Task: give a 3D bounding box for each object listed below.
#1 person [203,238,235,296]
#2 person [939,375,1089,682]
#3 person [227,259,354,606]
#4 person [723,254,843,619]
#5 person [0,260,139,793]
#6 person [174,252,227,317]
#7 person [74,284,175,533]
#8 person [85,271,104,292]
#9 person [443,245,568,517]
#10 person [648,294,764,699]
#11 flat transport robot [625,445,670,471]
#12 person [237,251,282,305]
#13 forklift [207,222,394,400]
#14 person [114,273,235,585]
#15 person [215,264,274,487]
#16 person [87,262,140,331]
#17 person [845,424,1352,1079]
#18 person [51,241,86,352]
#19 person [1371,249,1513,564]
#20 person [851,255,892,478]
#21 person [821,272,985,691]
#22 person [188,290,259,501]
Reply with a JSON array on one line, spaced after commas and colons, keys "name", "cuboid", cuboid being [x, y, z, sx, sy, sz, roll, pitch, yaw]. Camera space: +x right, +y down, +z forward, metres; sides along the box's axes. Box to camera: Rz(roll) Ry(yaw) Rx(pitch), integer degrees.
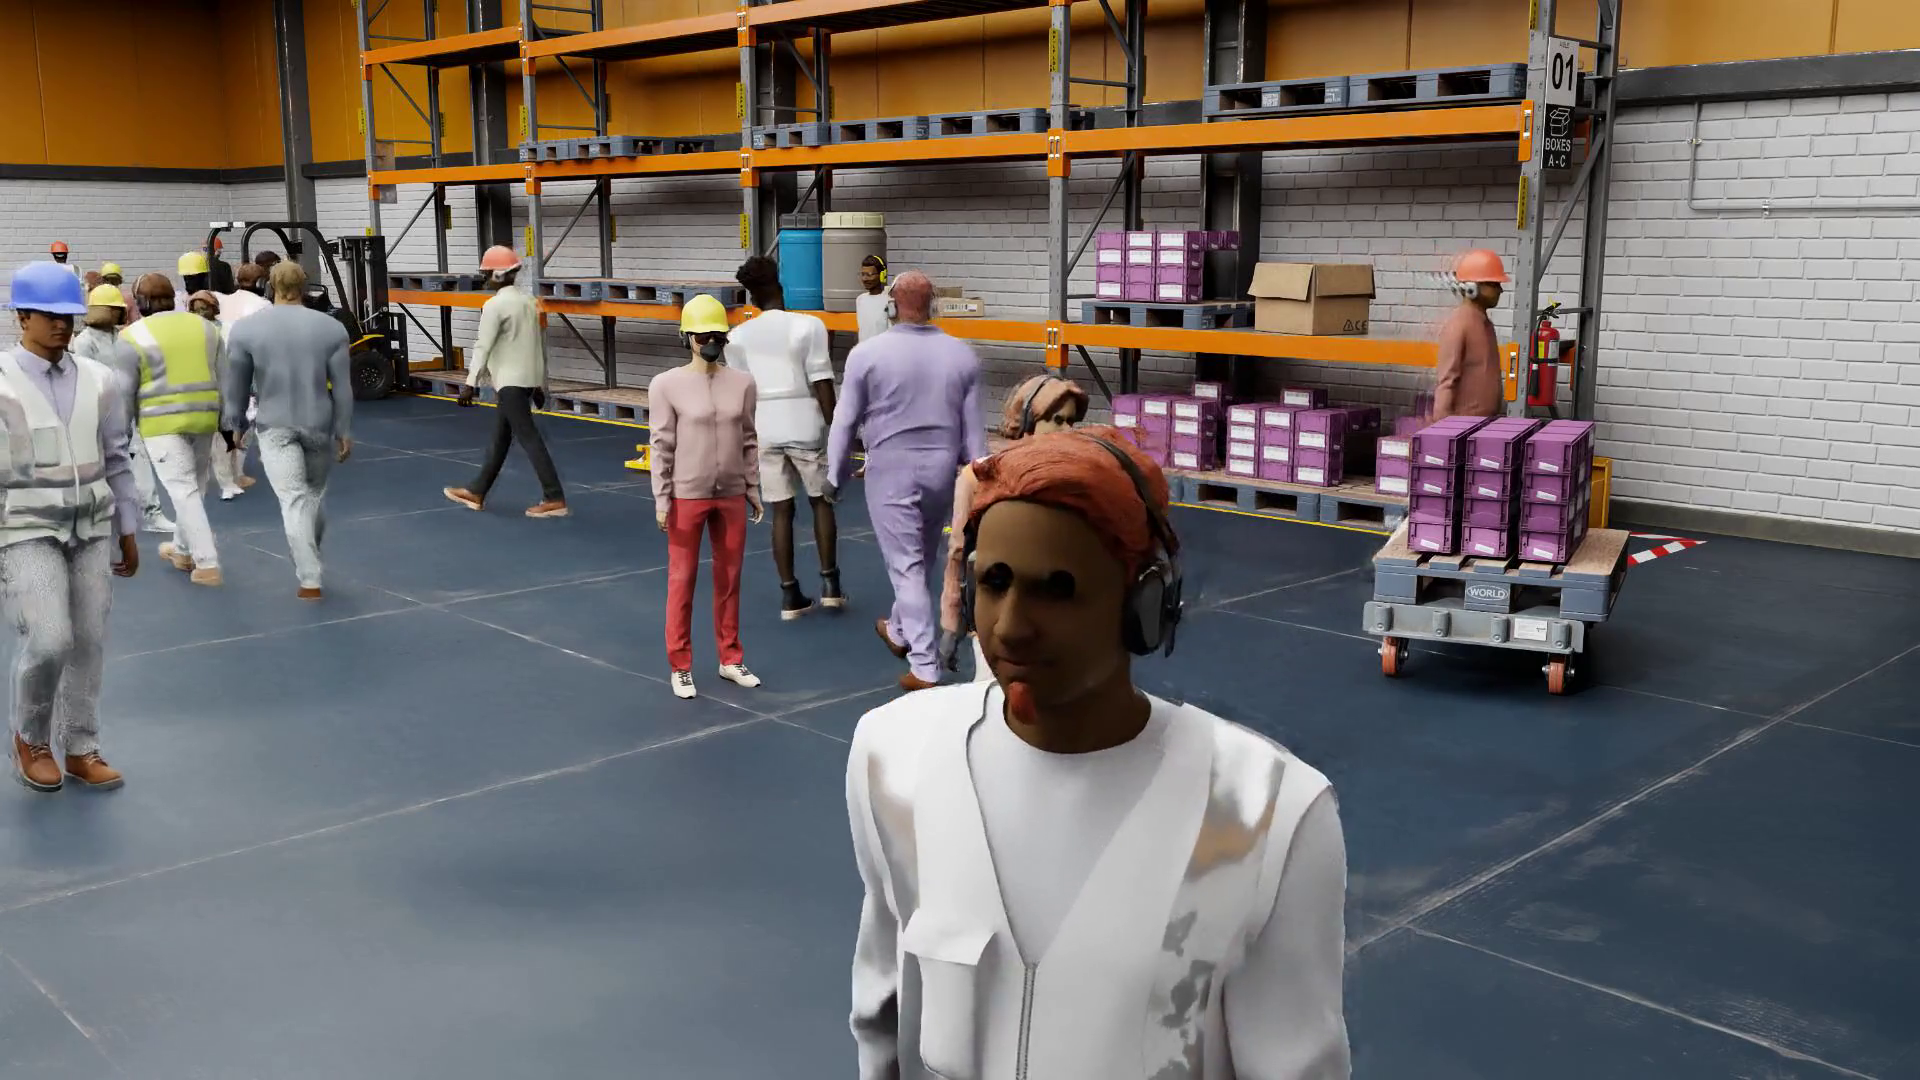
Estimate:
[{"name": "person", "cuboid": [-11.009, -3.484, 24.662, 0.608, 1.996, 0.380, 1, 10, 8]}, {"name": "person", "cuboid": [0.240, 0.297, 5.122, 0.535, 1.586, 0.866, -4, 11, -22]}, {"name": "person", "cuboid": [-3.761, -0.620, 9.353, 0.629, 1.876, 1.032, -7, 13, -34]}, {"name": "person", "cuboid": [-0.926, -0.550, 8.854, 0.682, 1.922, 0.430, 2, 11, 12]}, {"name": "person", "cuboid": [-3.237, -0.024, 5.961, 0.437, 1.929, 0.636, 6, 12, 28]}, {"name": "person", "cuboid": [-6.374, -1.469, 14.000, 0.610, 1.870, 0.978, -1, 10, -8]}, {"name": "person", "cuboid": [-5.814, -0.888, 11.335, 0.901, 1.696, 0.495, 3, 11, 17]}, {"name": "person", "cuboid": [-10.956, -2.698, 21.556, 0.901, 1.571, 0.507, -7, 13, -34]}, {"name": "person", "cuboid": [-3.298, -1.133, 11.981, 1.043, 1.936, 0.629, 2, 11, 8]}, {"name": "person", "cuboid": [-1.108, -0.192, 7.340, 0.533, 1.768, 0.311, -7, 13, -35]}, {"name": "flat transport robot", "cuboid": [-2.179, -0.772, 14.583, 0.652, 0.197, 1.431, 8, 13, 37]}, {"name": "person", "cuboid": [-6.320, -1.628, 14.843, 0.656, 1.886, 0.613, 2, 11, 10]}, {"name": "forklift", "cuboid": [-8.169, -2.758, 20.163, 2.313, 2.155, 1.214, -10, 14, -44]}, {"name": "person", "cuboid": [-4.656, -0.649, 9.742, 0.918, 1.797, 0.637, 7, 13, 34]}, {"name": "person", "cuboid": [-5.698, -1.335, 13.521, 0.630, 1.789, 0.879, 8, 13, 36]}, {"name": "person", "cuboid": [-9.186, -2.154, 18.118, 0.522, 1.735, 0.833, -6, 12, -31]}, {"name": "person", "cuboid": [0.129, 0.786, 1.833, 0.593, 1.835, 1.006, 4, 11, 23]}, {"name": "person", "cuboid": [-12.929, -3.339, 24.036, 0.549, 1.933, 0.373, -9, 14, -41]}, {"name": "person", "cuboid": [2.779, -0.639, 9.269, 0.973, 1.958, 0.623, 6, 12, 32]}, {"name": "person", "cuboid": [-0.697, -1.420, 13.793, 0.324, 1.860, 0.516, -10, 15, -44]}, {"name": "person", "cuboid": [-0.261, -0.280, 7.585, 0.652, 1.854, 0.986, -6, 12, -29]}, {"name": "person", "cuboid": [-5.678, -1.108, 12.745, 0.605, 1.596, 0.701, -6, 12, -30]}]
